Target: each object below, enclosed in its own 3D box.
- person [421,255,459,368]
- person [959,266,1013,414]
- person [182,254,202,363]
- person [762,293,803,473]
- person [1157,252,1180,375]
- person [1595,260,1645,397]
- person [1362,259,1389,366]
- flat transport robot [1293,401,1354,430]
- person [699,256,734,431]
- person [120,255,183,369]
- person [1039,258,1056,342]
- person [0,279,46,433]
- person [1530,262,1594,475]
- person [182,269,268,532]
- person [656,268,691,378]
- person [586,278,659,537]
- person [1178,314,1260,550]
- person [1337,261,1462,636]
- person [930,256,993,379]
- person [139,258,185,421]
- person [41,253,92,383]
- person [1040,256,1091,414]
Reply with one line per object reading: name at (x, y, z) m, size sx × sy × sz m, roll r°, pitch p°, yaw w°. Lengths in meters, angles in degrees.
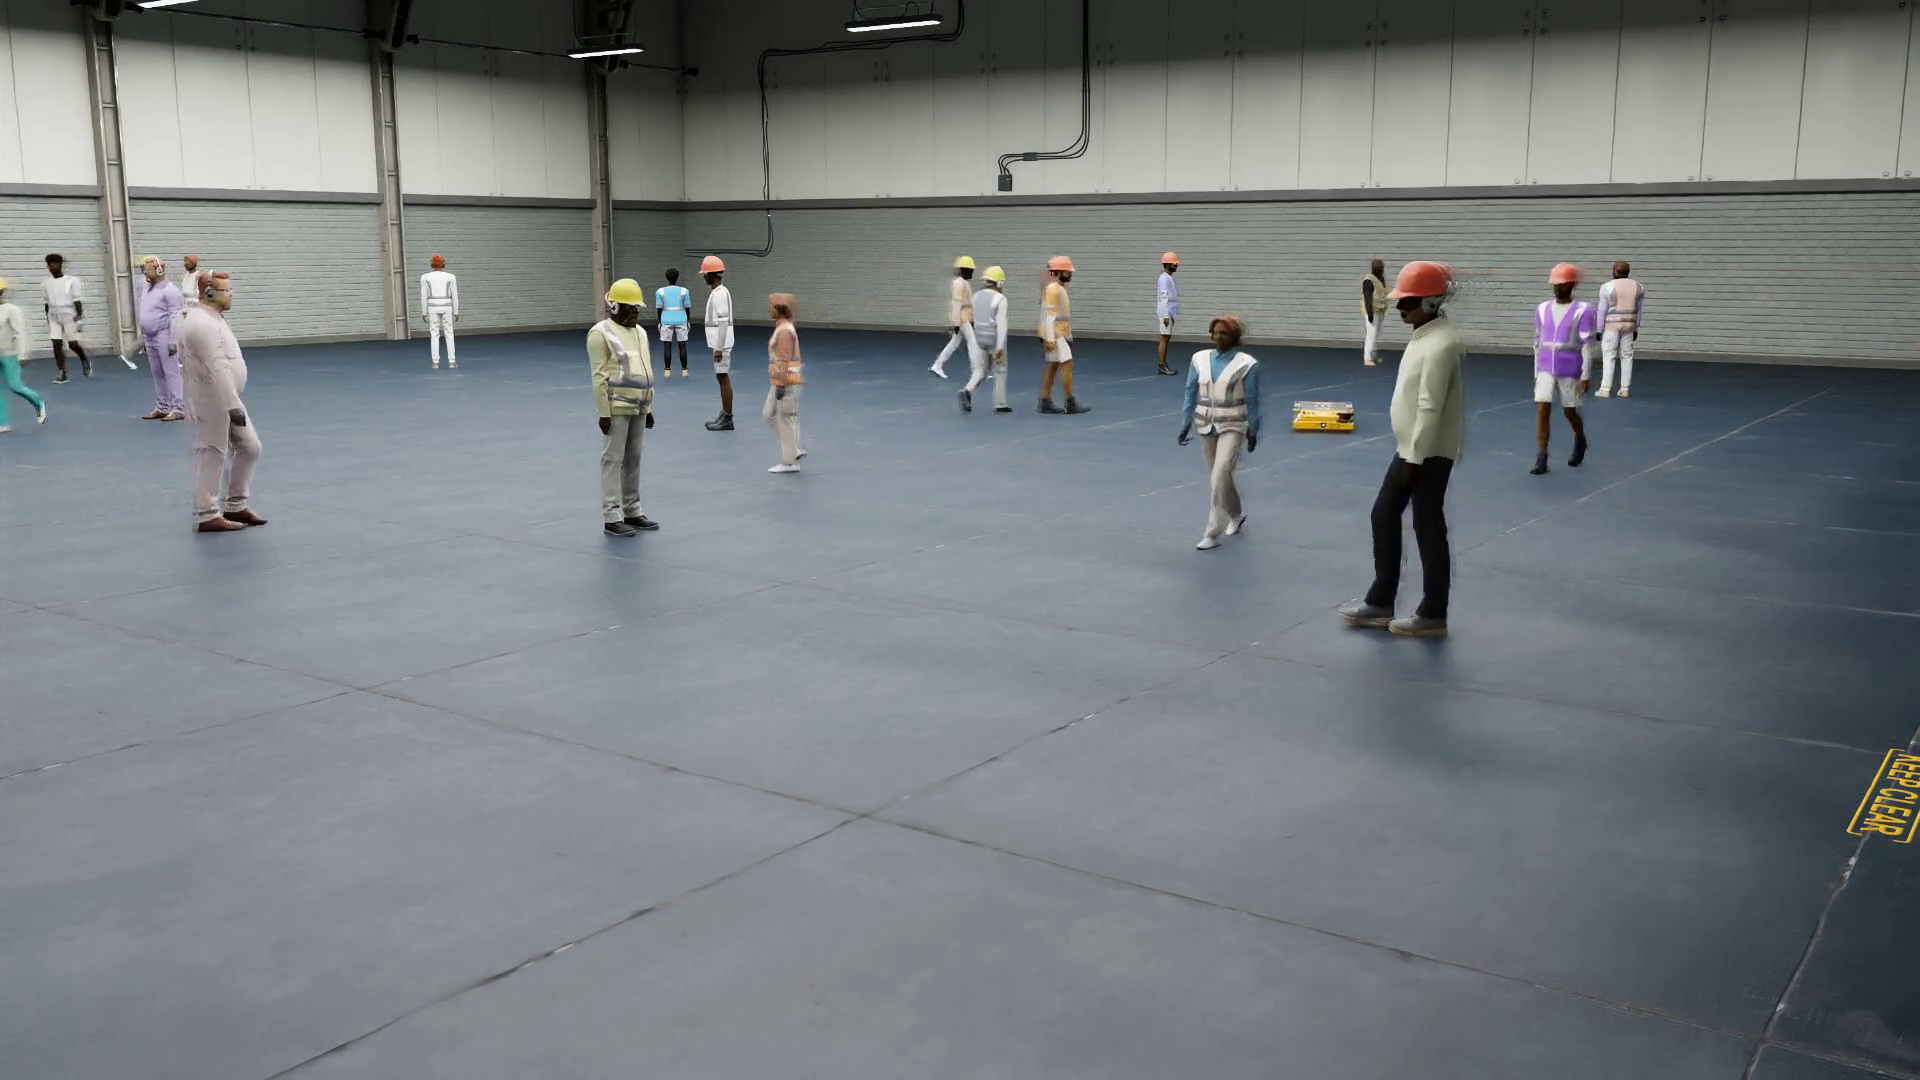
person at (-8.655, -3.796, 27.700) m, size 0.586 × 1.877 × 0.342 m, roll -3°, pitch 11°, yaw -17°
person at (0.329, -2.408, 20.128) m, size 0.594 × 1.810 × 0.688 m, roll 9°, pitch 14°, yaw 43°
person at (-13.281, -4.008, 28.875) m, size 0.582 × 1.881 × 0.342 m, roll 5°, pitch 11°, yaw 27°
person at (-1.615, -1.412, 15.028) m, size 0.371 × 1.626 × 0.537 m, roll -2°, pitch 10°, yaw -9°
person at (3.296, -3.574, 26.299) m, size 0.355 × 1.938 × 0.545 m, roll 2°, pitch 10°, yaw 14°
person at (8.899, -2.851, 22.515) m, size 0.628 × 1.846 × 0.429 m, roll -1°, pitch 10°, yaw -8°
person at (7.105, -3.875, 28.380) m, size 0.461 × 1.804 × 0.763 m, roll 8°, pitch 13°, yaw 38°
flat transport robot at (4.136, -1.429, 18.949) m, size 0.652 × 0.197 × 1.431 m, roll 2°, pitch 10°, yaw 11°
person at (-2.699, -2.182, 18.508) m, size 0.375 × 1.934 × 0.547 m, roll -2°, pitch 10°, yaw -8°
person at (-13.427, -3.751, 27.451) m, size 0.859 × 1.892 × 0.631 m, roll -3°, pitch 11°, yaw -17°
person at (1.902, -5.038, 35.078) m, size 0.538 × 1.793 × 0.453 m, roll 4°, pitch 11°, yaw 20°
person at (-10.495, -2.053, 18.333) m, size 0.530 × 1.746 × 0.647 m, roll 2°, pitch 10°, yaw 10°
person at (5.502, -1.567, 15.151) m, size 0.550 × 1.913 × 0.866 m, roll 9°, pitch 13°, yaw 41°
person at (-5.273, -0.992, 11.976) m, size 0.590 × 1.884 × 0.647 m, roll -2°, pitch 10°, yaw -13°
person at (-4.420, -3.346, 25.696) m, size 0.535 × 1.697 × 0.318 m, roll -2°, pitch 10°, yaw -12°
person at (-2.390, -0.948, 11.900) m, size 0.403 × 1.827 × 0.588 m, roll 5°, pitch 11°, yaw 24°
person at (1.844, -0.774, 11.561) m, size 0.515 × 1.598 × 0.855 m, roll 8°, pitch 13°, yaw 39°
person at (2.296, -0.461, 8.729) m, size 0.676 × 1.976 × 0.653 m, roll 1°, pitch 10°, yaw 3°
person at (-0.009, -3.406, 25.500) m, size 0.951 × 1.888 × 0.592 m, roll 1°, pitch 10°, yaw 4°
person at (-9.406, -2.353, 19.548) m, size 0.642 × 1.909 × 0.409 m, roll 7°, pitch 12°, yaw 33°
person at (-13.368, -3.321, 24.866) m, size 0.619 × 1.939 × 0.661 m, roll 0°, pitch 10°, yaw 1°
person at (1.325, -2.475, 20.198) m, size 0.779 × 1.913 × 0.571 m, roll 2°, pitch 10°, yaw 14°
